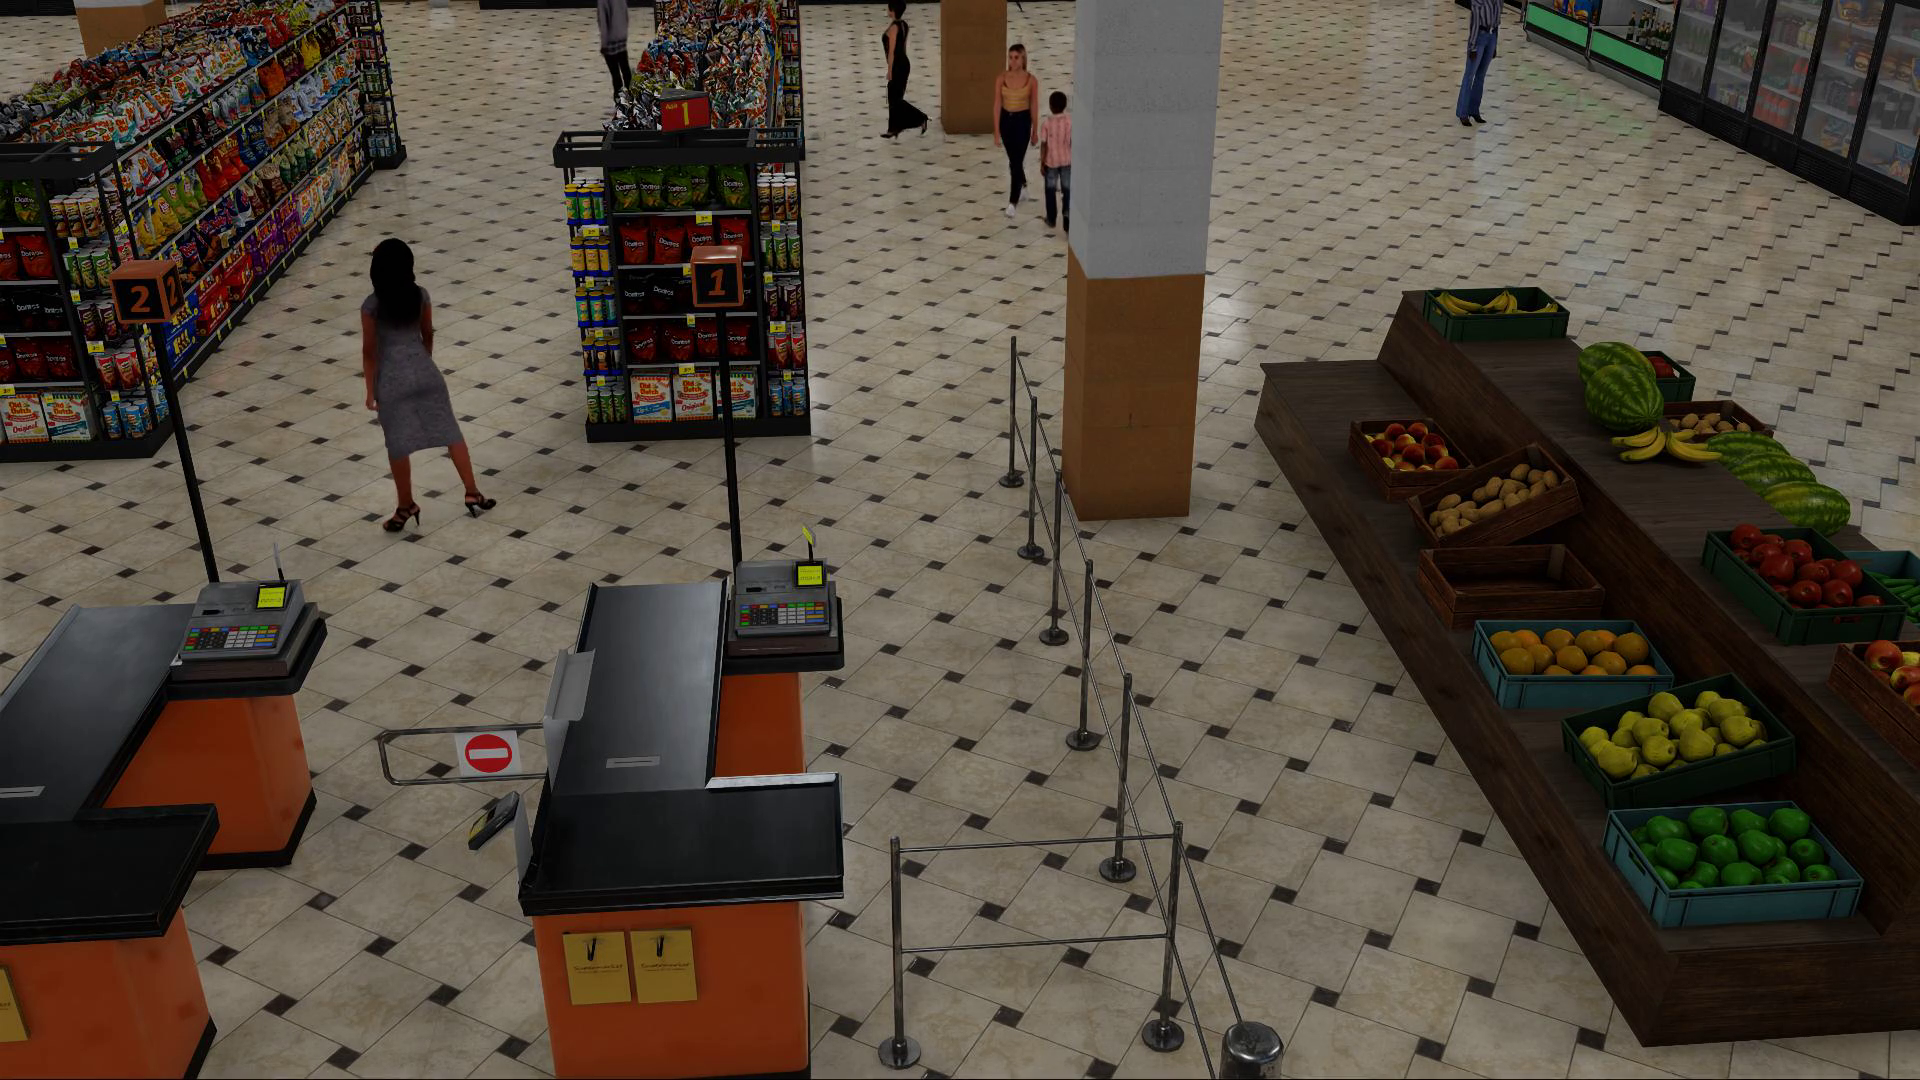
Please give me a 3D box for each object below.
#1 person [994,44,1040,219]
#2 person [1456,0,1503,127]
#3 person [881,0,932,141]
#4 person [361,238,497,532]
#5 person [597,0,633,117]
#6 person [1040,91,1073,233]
[{"bbox_3d":[0.547,-3.974,16.123,0.891,1.581,1.232,8,28,15],"label":"person"},{"bbox_3d":[6.089,-5.782,19.452,0.700,1.796,0.706,-19,32,-32],"label":"person"},{"bbox_3d":[-0.627,-5.258,18.648,0.829,1.588,0.881,8,28,15],"label":"person"},{"bbox_3d":[-3.298,-0.884,9.825,0.898,1.768,0.907,18,32,32],"label":"person"},{"bbox_3d":[-4.116,-5.996,19.899,0.757,1.772,0.651,13,30,25],"label":"person"},{"bbox_3d":[0.937,-3.525,15.552,0.511,1.297,0.779,-3,27,-7],"label":"person"}]
